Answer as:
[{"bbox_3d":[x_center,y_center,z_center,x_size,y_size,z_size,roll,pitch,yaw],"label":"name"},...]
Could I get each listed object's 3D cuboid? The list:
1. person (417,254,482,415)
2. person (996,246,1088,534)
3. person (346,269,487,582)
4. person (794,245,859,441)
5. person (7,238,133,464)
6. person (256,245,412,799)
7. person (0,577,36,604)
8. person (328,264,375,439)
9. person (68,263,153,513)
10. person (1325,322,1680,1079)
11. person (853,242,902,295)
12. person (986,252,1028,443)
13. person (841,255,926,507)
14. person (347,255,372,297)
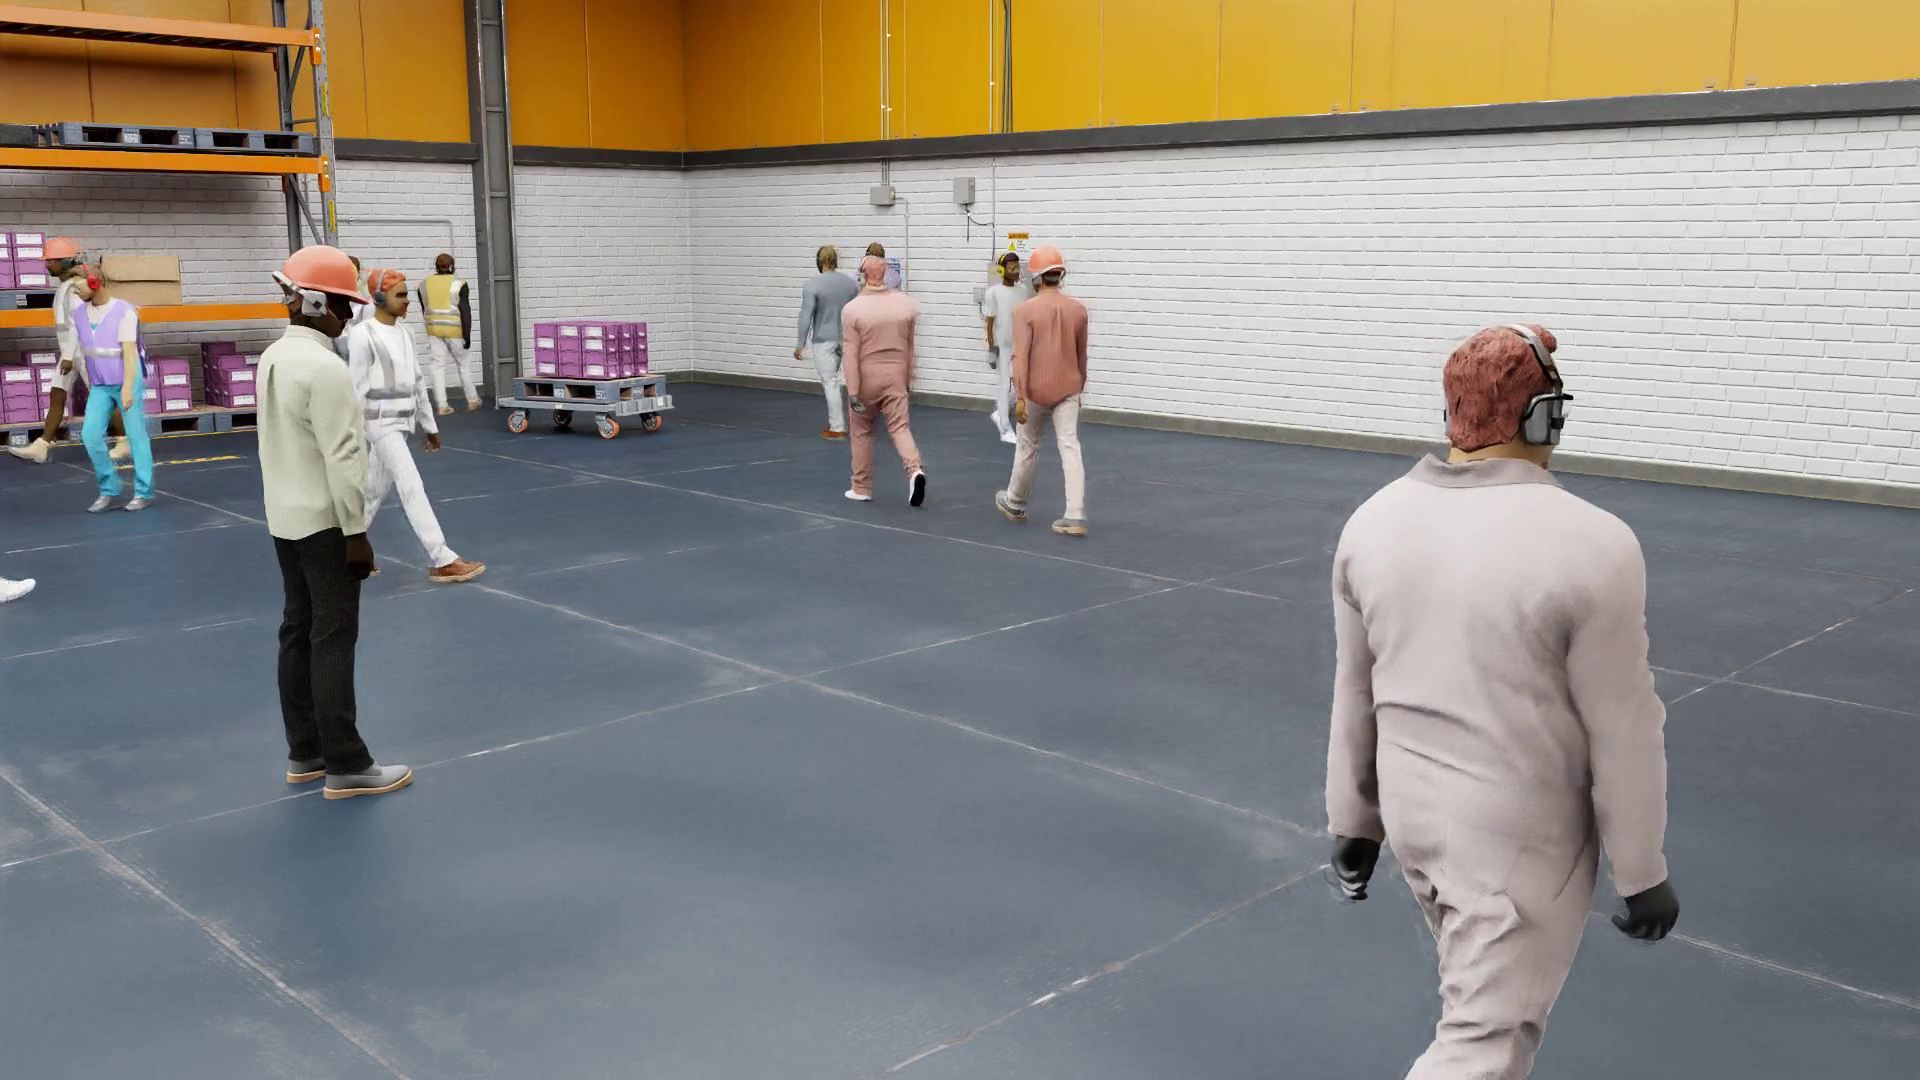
[{"bbox_3d":[-5.819,-2.355,19.030,0.629,1.803,0.879,1,10,4],"label":"person"},{"bbox_3d":[0.589,-1.037,11.459,0.649,1.938,1.043,-5,12,-25],"label":"person"},{"bbox_3d":[-3.306,-0.660,9.725,1.007,1.831,0.601,1,10,8],"label":"person"},{"bbox_3d":[-1.345,-1.946,16.475,0.662,1.915,0.645,10,14,43],"label":"person"},{"bbox_3d":[-7.900,-1.664,14.754,0.630,1.985,1.046,10,15,44],"label":"person"},{"bbox_3d":[-2.304,-0.063,6.040,0.401,1.984,0.612,-10,14,-43],"label":"person"},{"bbox_3d":[-5.531,-0.479,8.790,0.537,1.809,0.995,5,12,26],"label":"person"},{"bbox_3d":[-5.954,-1.833,16.266,0.603,1.786,0.945,6,12,29],"label":"person"},{"bbox_3d":[-6.174,-1.091,12.087,0.610,1.815,0.583,3,11,14],"label":"person"},{"bbox_3d":[0.947,0.533,3.102,0.934,1.871,0.637,-6,12,-29],"label":"person"},{"bbox_3d":[-0.976,-2.484,19.371,0.631,1.940,0.372,-7,12,-33],"label":"person"},{"bbox_3d":[0.481,-1.875,16.266,0.552,1.858,0.437,-8,13,-36],"label":"person"},{"bbox_3d":[-0.584,-1.184,12.454,0.637,1.880,0.869,-5,12,-27],"label":"person"},{"bbox_3d":[-6.224,-2.034,17.251,0.624,1.827,0.561,8,13,38],"label":"person"}]
